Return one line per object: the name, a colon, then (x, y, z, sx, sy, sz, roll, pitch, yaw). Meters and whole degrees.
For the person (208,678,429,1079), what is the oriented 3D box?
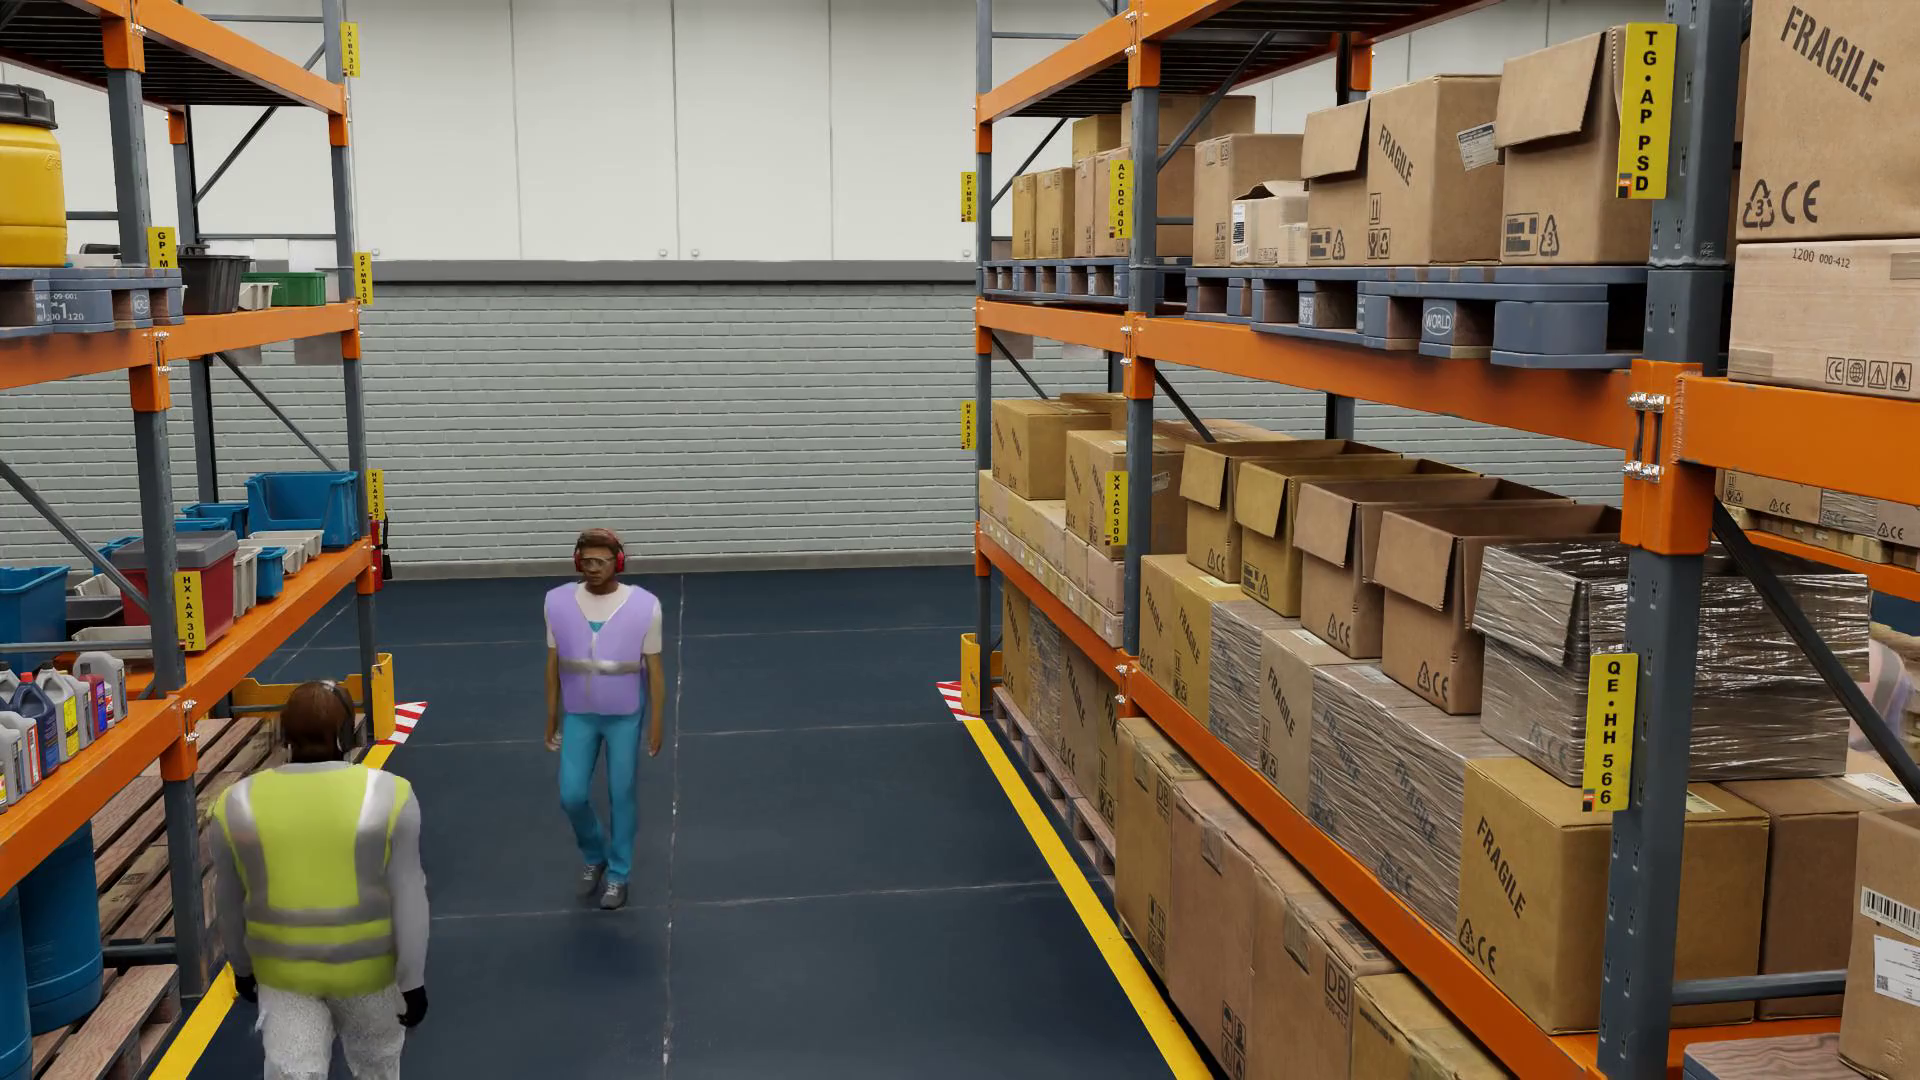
person: (-1.972, 1.311, 5.183, 0.646, 1.793, 0.954, -1, 9, -8)

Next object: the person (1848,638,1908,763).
person: (3.596, 1.017, 7.010, 0.639, 1.790, 0.936, 1, 9, 7)

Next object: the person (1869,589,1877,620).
person: (6.189, 0.247, 11.544, 0.510, 1.860, 0.334, -4, 10, -25)

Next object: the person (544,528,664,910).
person: (-1.694, 0.843, 7.917, 0.592, 1.833, 0.449, 0, 9, 2)
